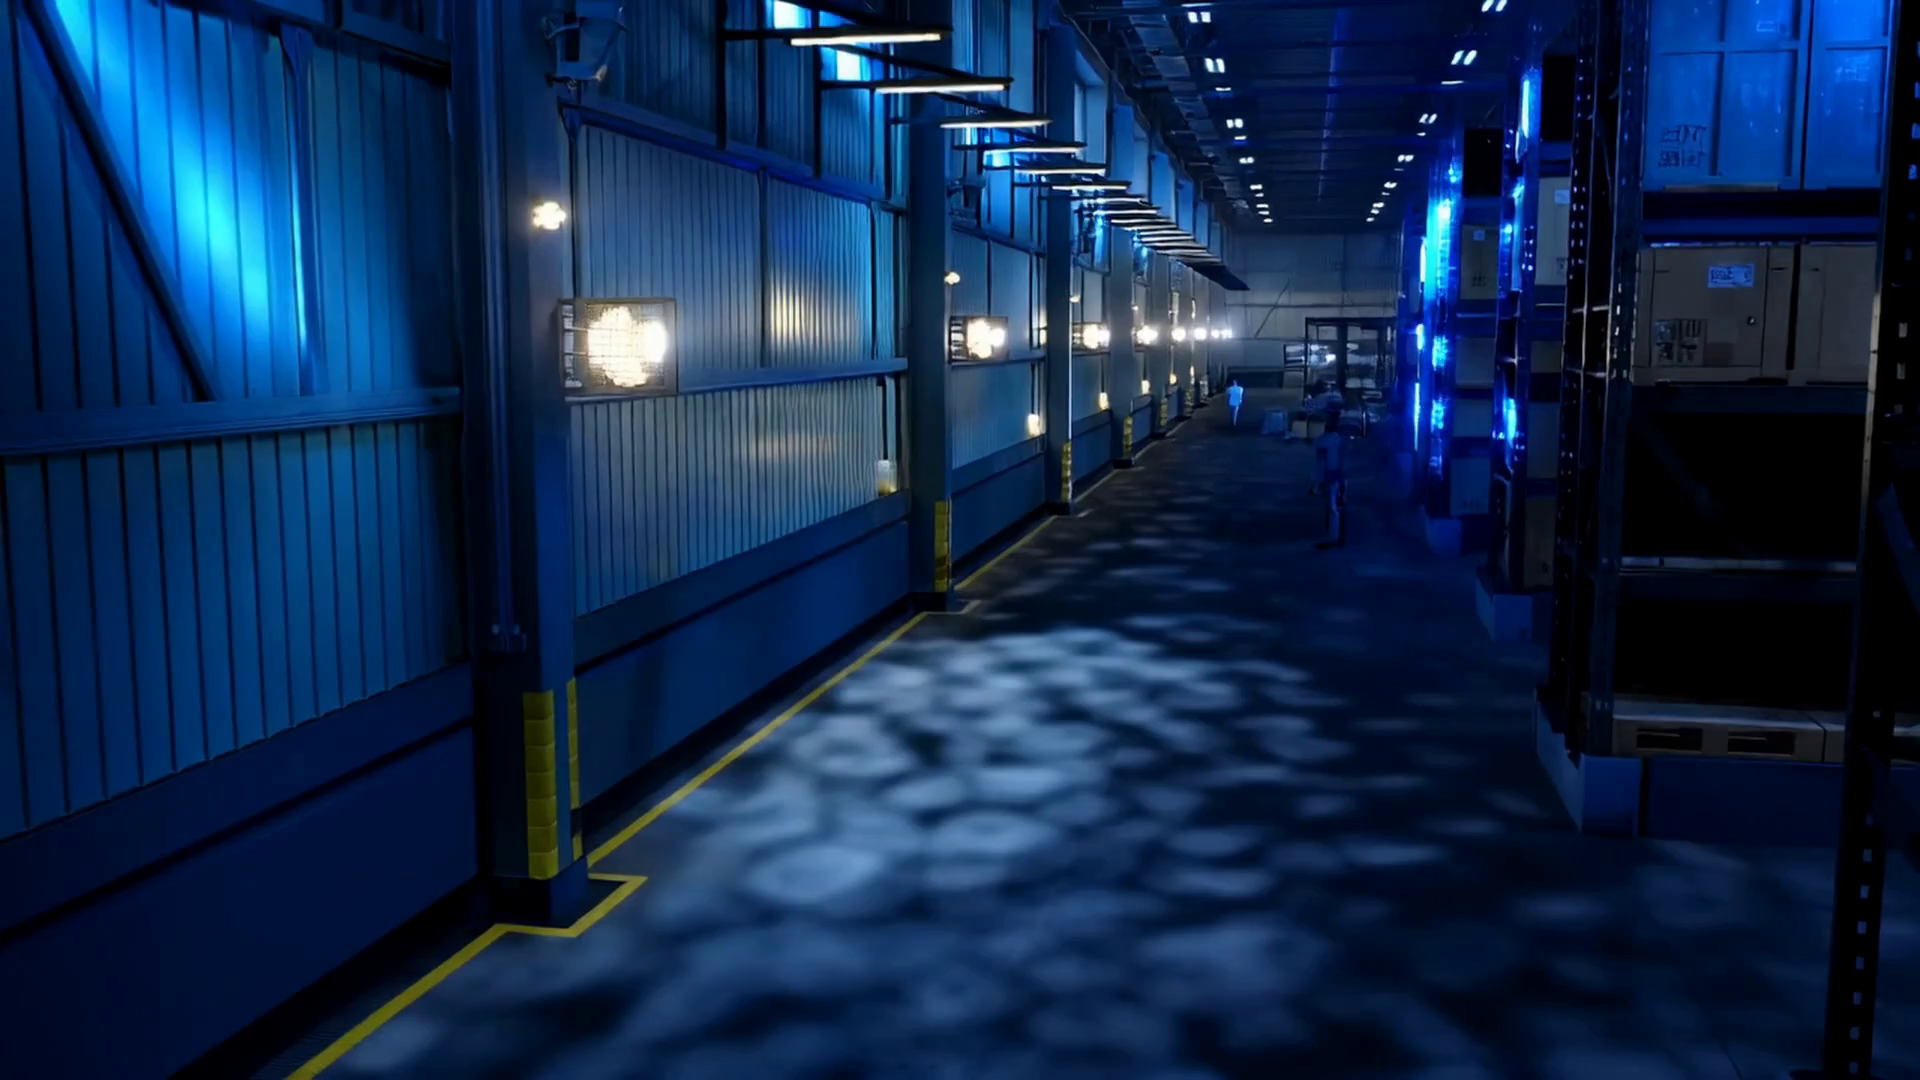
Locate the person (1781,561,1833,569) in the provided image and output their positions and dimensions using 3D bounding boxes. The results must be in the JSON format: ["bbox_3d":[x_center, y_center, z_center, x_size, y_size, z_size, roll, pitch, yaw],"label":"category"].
[{"bbox_3d":[6.589,0.546,13.009,1.004,1.887,0.564,0,7,2],"label":"person"}]

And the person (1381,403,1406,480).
[{"bbox_3d":[9.136,-2.067,34.980,0.522,1.615,0.732,-5,9,-34],"label":"person"}]

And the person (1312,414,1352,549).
[{"bbox_3d":[5.314,-0.838,23.839,0.630,1.938,0.369,-3,8,-25],"label":"person"}]

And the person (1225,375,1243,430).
[{"bbox_3d":[8.735,-4.374,52.974,0.568,1.735,0.379,1,7,11],"label":"person"}]
